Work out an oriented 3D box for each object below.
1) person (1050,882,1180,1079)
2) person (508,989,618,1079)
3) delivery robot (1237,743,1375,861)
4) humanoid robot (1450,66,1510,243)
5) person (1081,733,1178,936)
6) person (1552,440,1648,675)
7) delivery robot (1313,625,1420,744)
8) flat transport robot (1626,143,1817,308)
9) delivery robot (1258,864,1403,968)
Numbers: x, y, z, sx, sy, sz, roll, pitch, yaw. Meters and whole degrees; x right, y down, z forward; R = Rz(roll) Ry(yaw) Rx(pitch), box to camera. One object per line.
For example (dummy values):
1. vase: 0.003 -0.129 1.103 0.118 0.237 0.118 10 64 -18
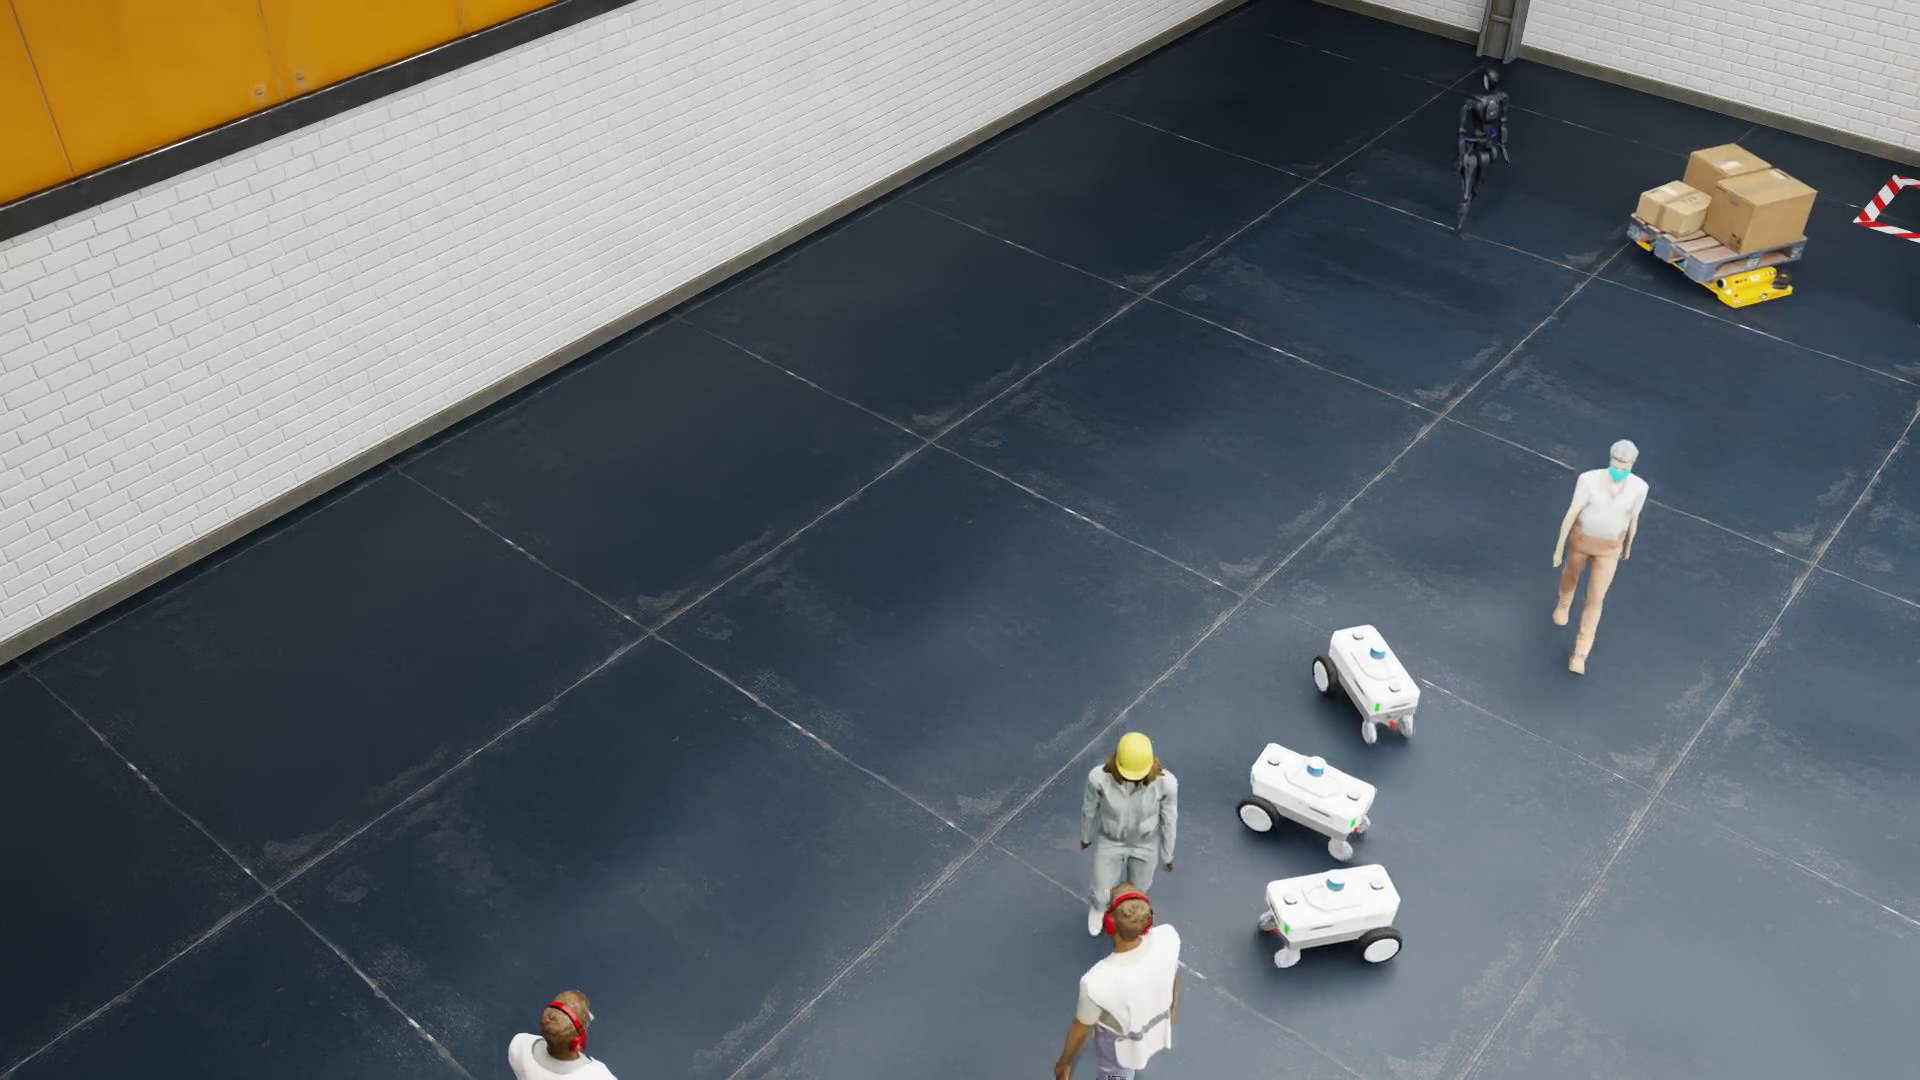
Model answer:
1. person: 0.750 2.386 8.095 0.691 1.811 0.589 -29 47 -31
2. person: -1.746 2.737 7.644 0.567 1.834 0.401 17 42 20
3. delivery robot: 2.115 1.555 10.133 0.795 0.602 0.499 22 44 25
4. humanoid robot: 4.926 -3.689 15.767 0.600 1.652 0.603 -14 41 -16
5. person: 0.913 1.660 9.064 0.511 1.724 0.371 2 39 2
6. person: 4.232 0.045 11.098 0.482 1.694 0.906 12 40 15
7. delivery robot: 2.698 0.907 10.948 0.499 0.614 0.802 -10 40 -12
8. flat transport robot: 7.016 -2.637 15.560 0.659 0.231 1.431 -14 41 -17
9. delivery robot: 2.130 2.104 9.455 0.781 0.605 0.499 -7 39 -9
